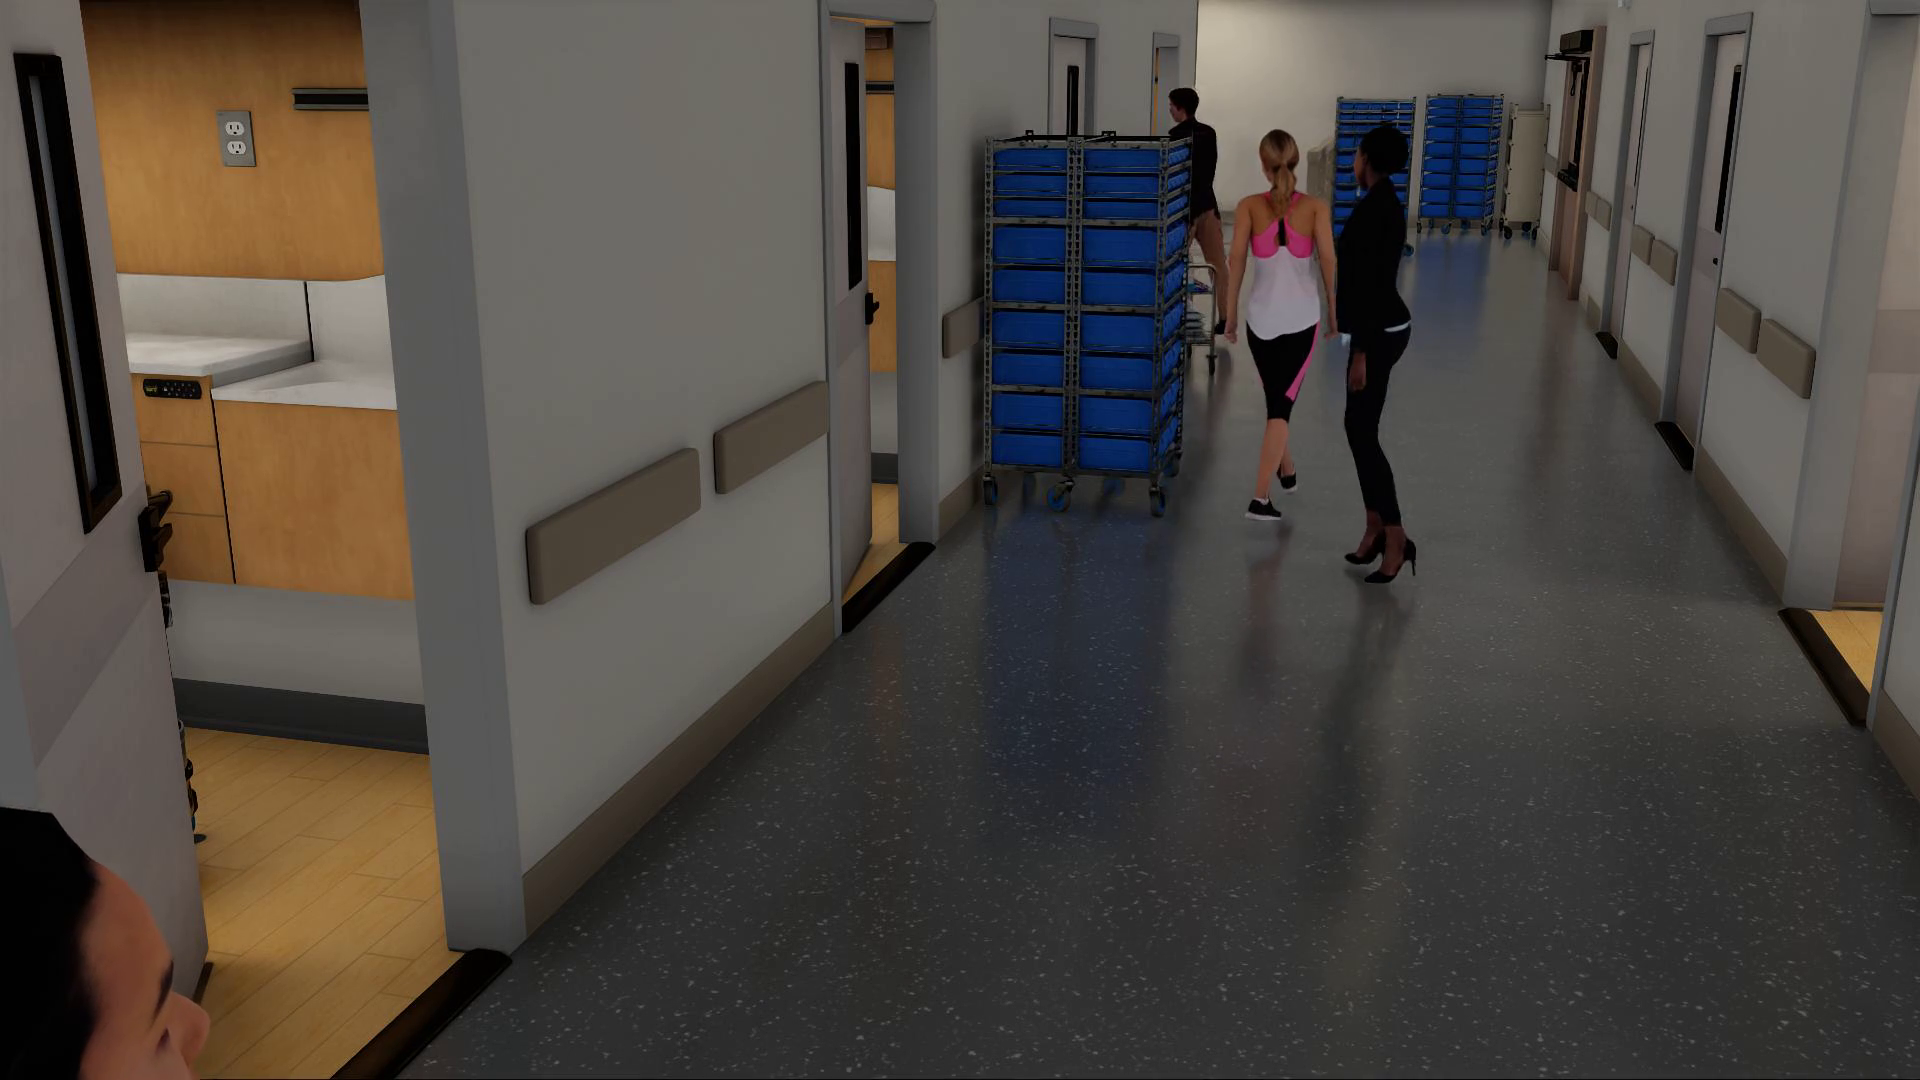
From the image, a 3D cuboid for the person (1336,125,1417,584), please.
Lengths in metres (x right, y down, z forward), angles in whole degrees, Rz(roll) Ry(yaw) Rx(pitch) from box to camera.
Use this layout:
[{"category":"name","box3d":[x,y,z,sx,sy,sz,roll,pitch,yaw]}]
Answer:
[{"category":"person","box3d":[1.675,-0.724,6.694,0.728,1.813,0.569,4,16,14]}]

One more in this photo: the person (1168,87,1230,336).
[{"category":"person","box3d":[1.857,-2.460,12.757,1.249,1.862,1.323,-8,18,-27]}]

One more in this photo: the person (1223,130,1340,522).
[{"category":"person","box3d":[1.431,-0.909,7.515,0.771,1.723,1.228,7,17,25]}]
